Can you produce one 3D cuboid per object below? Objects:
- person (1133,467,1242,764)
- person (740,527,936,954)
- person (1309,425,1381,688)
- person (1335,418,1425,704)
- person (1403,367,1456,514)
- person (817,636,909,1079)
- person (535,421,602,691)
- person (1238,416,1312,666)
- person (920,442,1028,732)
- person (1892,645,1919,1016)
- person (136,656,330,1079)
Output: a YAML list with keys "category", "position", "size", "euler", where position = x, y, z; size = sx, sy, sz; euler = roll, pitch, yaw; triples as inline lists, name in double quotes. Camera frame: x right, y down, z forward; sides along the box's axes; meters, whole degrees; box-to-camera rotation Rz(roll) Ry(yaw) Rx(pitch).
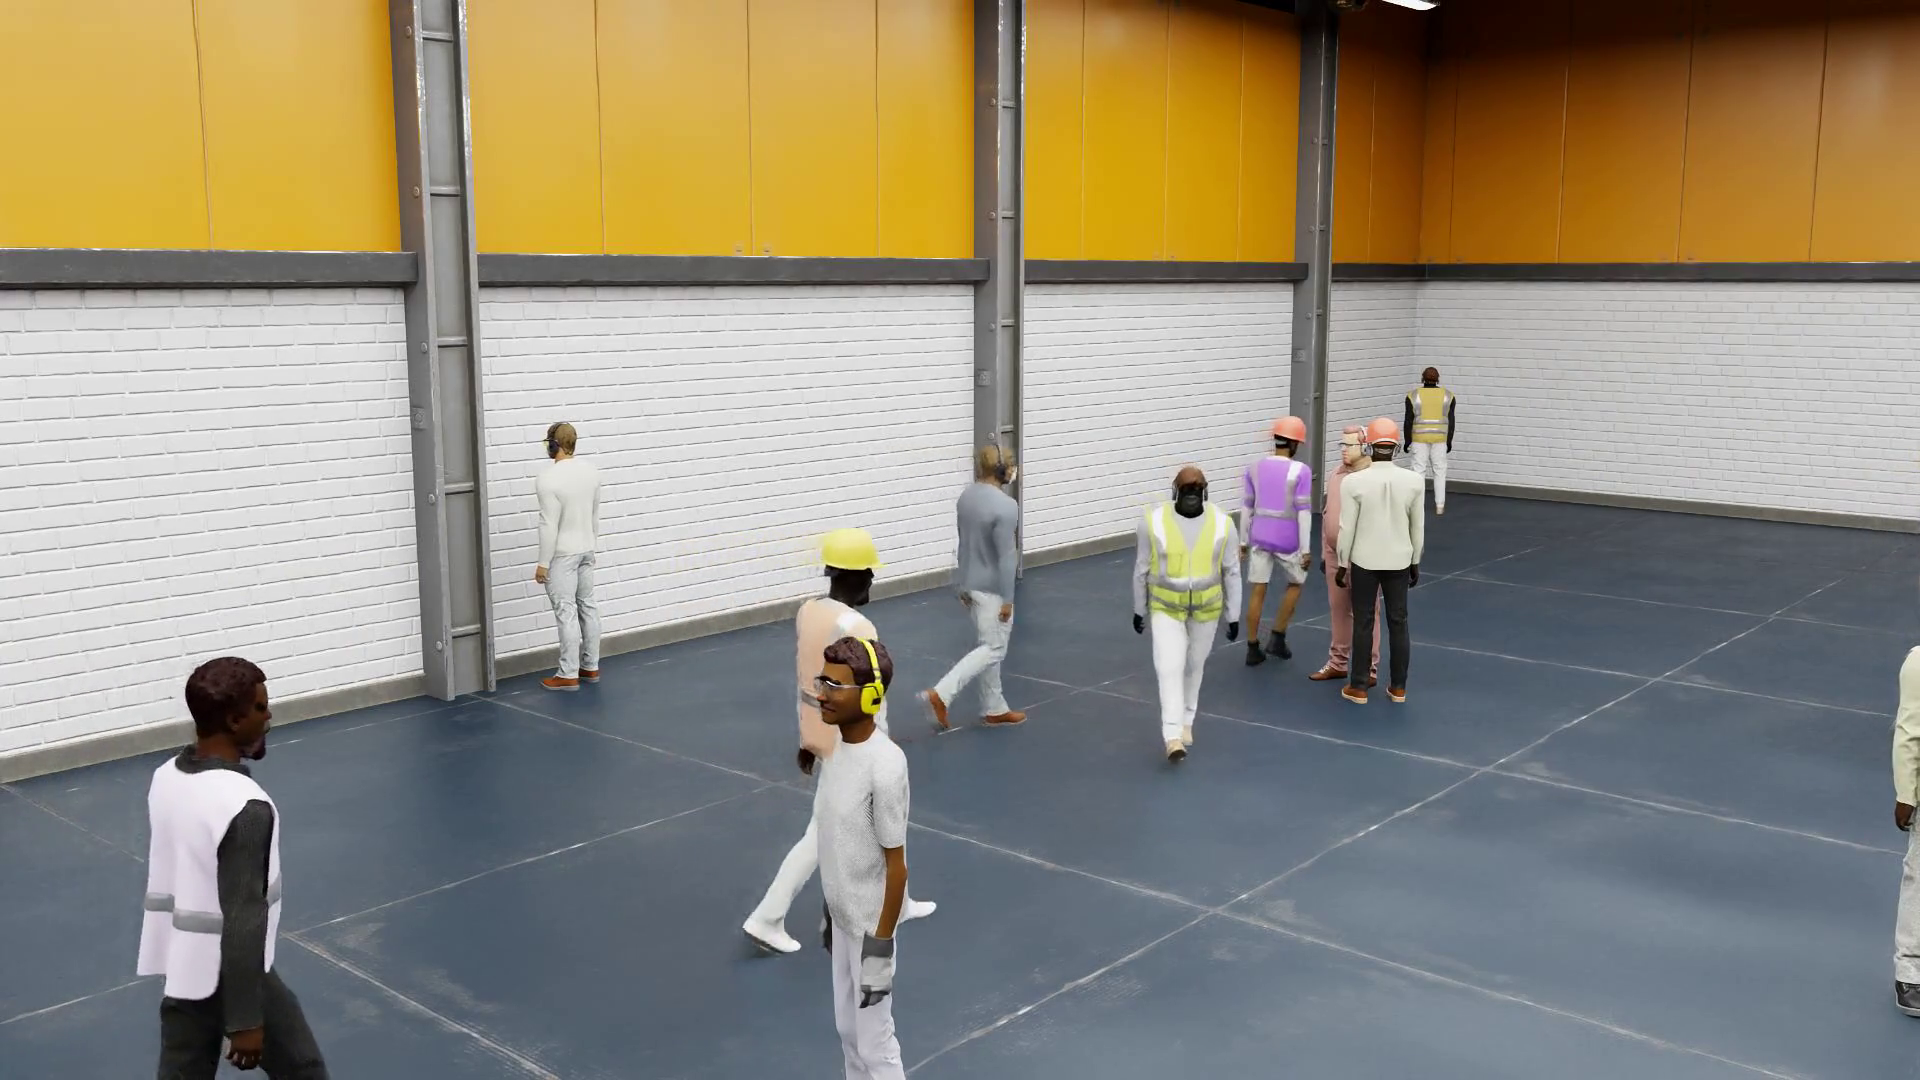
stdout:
- category: "person"
  position: [1.411, 0.458, 10.222]
  size: [0.656, 1.797, 0.950]
  euler: [0, 9, -1]
- category: "person"
  position: [-0.552, 0.877, 7.358]
  size: [0.974, 1.884, 0.603]
  euler: [-5, 10, -28]
- category: "person"
  position: [2.829, 0.122, 12.013]
  size: [0.407, 1.908, 0.641]
  euler: [-6, 11, -31]
- category: "person"
  position: [2.913, 0.148, 11.568]
  size: [0.610, 1.996, 0.379]
  euler: [-1, 9, -4]
- category: "person"
  position: [5.843, -1.237, 20.749]
  size: [0.621, 1.845, 0.411]
  euler: [1, 9, 6]
- category: "person"
  position: [-0.331, 1.217, 5.239]
  size: [0.328, 1.876, 0.514]
  euler: [-4, 10, -23]
- category: "person"
  position: [-2.824, 0.114, 11.962]
  size: [0.373, 1.940, 0.628]
  euler: [4, 10, 24]
- category: "person"
  position: [2.416, 0.013, 12.703]
  size: [0.678, 1.899, 0.592]
  euler: [7, 11, 37]
- category: "person"
  position: [0.098, 0.324, 10.746]
  size: [0.769, 1.919, 0.639]
  euler: [-5, 10, -27]
- category: "person"
  position: [4.049, 1.012, 6.650]
  size: [0.589, 1.834, 0.403]
  euler: [1, 9, 8]
- category: "person"
  position: [-2.108, 1.258, 4.986]
  size: [0.621, 1.864, 0.982]
  euler: [8, 12, 40]
